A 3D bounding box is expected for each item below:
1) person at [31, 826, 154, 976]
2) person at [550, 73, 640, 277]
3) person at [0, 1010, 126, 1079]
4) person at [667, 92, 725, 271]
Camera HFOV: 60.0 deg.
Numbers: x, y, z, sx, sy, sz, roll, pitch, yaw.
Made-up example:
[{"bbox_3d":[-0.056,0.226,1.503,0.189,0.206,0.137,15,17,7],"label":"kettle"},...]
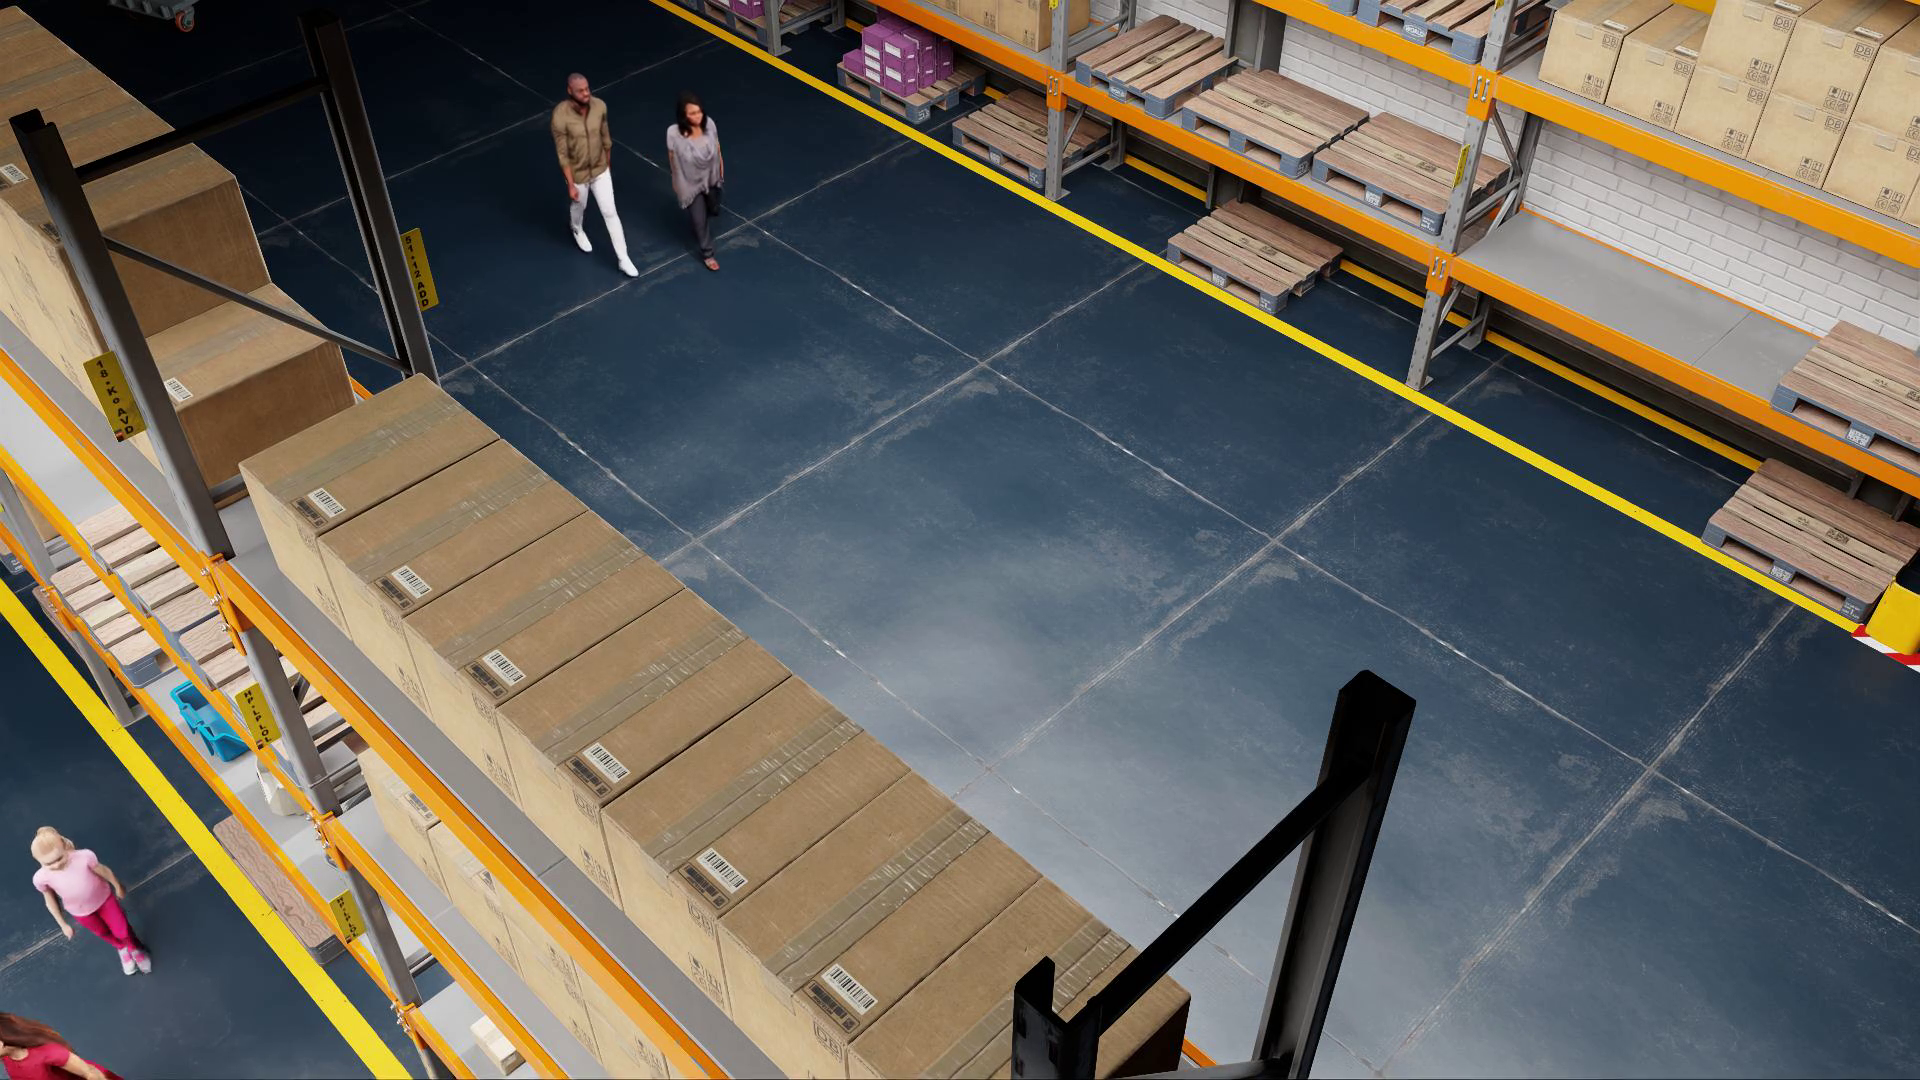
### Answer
[{"bbox_3d":[-4.846,1.960,9.231,0.557,1.264,0.560,-24,49,-23],"label":"person"},{"bbox_3d":[-3.244,-3.173,14.245,0.871,1.779,1.227,-25,49,-24],"label":"person"},{"bbox_3d":[-4.334,2.712,8.247,0.814,1.532,0.889,-6,44,-6],"label":"person"},{"bbox_3d":[-2.289,-3.167,14.380,0.742,1.585,0.978,-24,49,-23],"label":"person"}]
